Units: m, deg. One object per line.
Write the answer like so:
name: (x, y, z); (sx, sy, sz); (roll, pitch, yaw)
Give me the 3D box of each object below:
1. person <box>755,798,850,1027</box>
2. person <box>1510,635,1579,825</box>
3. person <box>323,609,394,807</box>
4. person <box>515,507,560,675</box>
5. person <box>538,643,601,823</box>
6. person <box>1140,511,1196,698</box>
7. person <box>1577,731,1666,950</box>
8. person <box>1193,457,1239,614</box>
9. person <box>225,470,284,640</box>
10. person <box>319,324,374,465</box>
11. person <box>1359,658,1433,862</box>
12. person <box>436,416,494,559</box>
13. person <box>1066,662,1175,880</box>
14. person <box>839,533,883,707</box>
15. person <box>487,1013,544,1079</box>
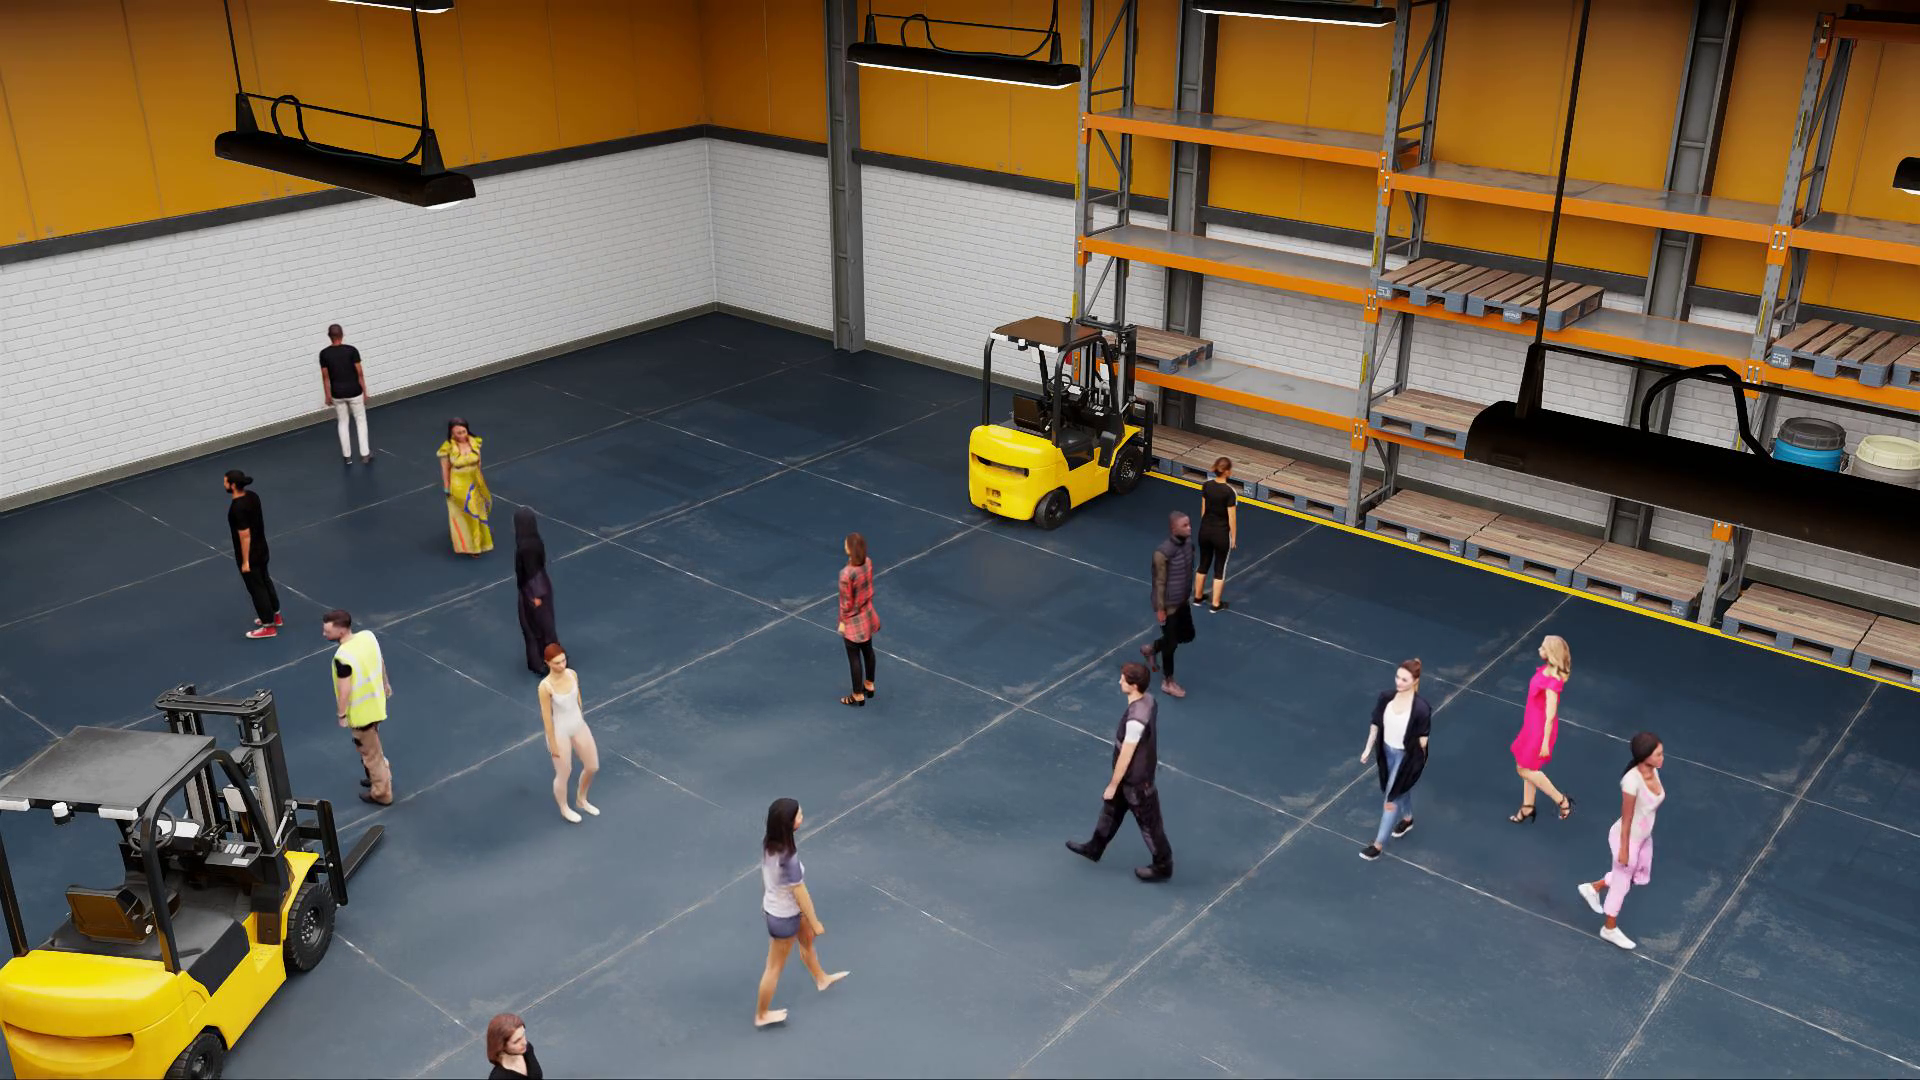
person: (-1.250, 2.520, 11.095); (0.927, 1.704, 1.007); (-10, 25, -21)
person: (4.727, 1.548, 13.306); (0.885, 1.714, 0.735); (8, 25, 17)
person: (-4.803, 1.383, 13.558); (0.906, 1.814, 0.874); (7, 24, 15)
person: (-4.027, 0.481, 15.890); (0.893, 1.600, 0.791); (-11, 26, -23)
person: (-3.242, 1.542, 13.425); (0.584, 1.630, 0.581); (15, 28, 31)
person: (1.904, 0.559, 15.429); (0.864, 1.826, 0.735); (21, 32, 40)
person: (4.745, 2.121, 11.973); (0.624, 1.732, 0.780); (-20, 31, -38)
person: (2.620, -0.065, 17.057); (0.666, 1.665, 0.470); (-21, 31, -40)
person: (-7.028, 0.122, 16.516); (0.755, 1.756, 0.696); (-2, 24, -4)
person: (-7.716, -1.823, 20.919); (0.776, 1.793, 0.818); (-4, 24, -10)
person: (3.520, 1.673, 13.108); (0.817, 1.643, 1.034); (-18, 29, -35)
person: (-5.514, -0.614, 18.353); (0.992, 1.634, 0.783); (21, 31, 40)
person: (1.438, 1.791, 12.624); (1.195, 1.815, 1.030); (3, 24, 6)
person: (-0.937, 0.713, 15.229); (0.598, 1.703, 0.642); (13, 27, 28)
person: (-2.459, 3.329, 9.244); (0.664, 1.704, 0.661); (4, 24, 9)
